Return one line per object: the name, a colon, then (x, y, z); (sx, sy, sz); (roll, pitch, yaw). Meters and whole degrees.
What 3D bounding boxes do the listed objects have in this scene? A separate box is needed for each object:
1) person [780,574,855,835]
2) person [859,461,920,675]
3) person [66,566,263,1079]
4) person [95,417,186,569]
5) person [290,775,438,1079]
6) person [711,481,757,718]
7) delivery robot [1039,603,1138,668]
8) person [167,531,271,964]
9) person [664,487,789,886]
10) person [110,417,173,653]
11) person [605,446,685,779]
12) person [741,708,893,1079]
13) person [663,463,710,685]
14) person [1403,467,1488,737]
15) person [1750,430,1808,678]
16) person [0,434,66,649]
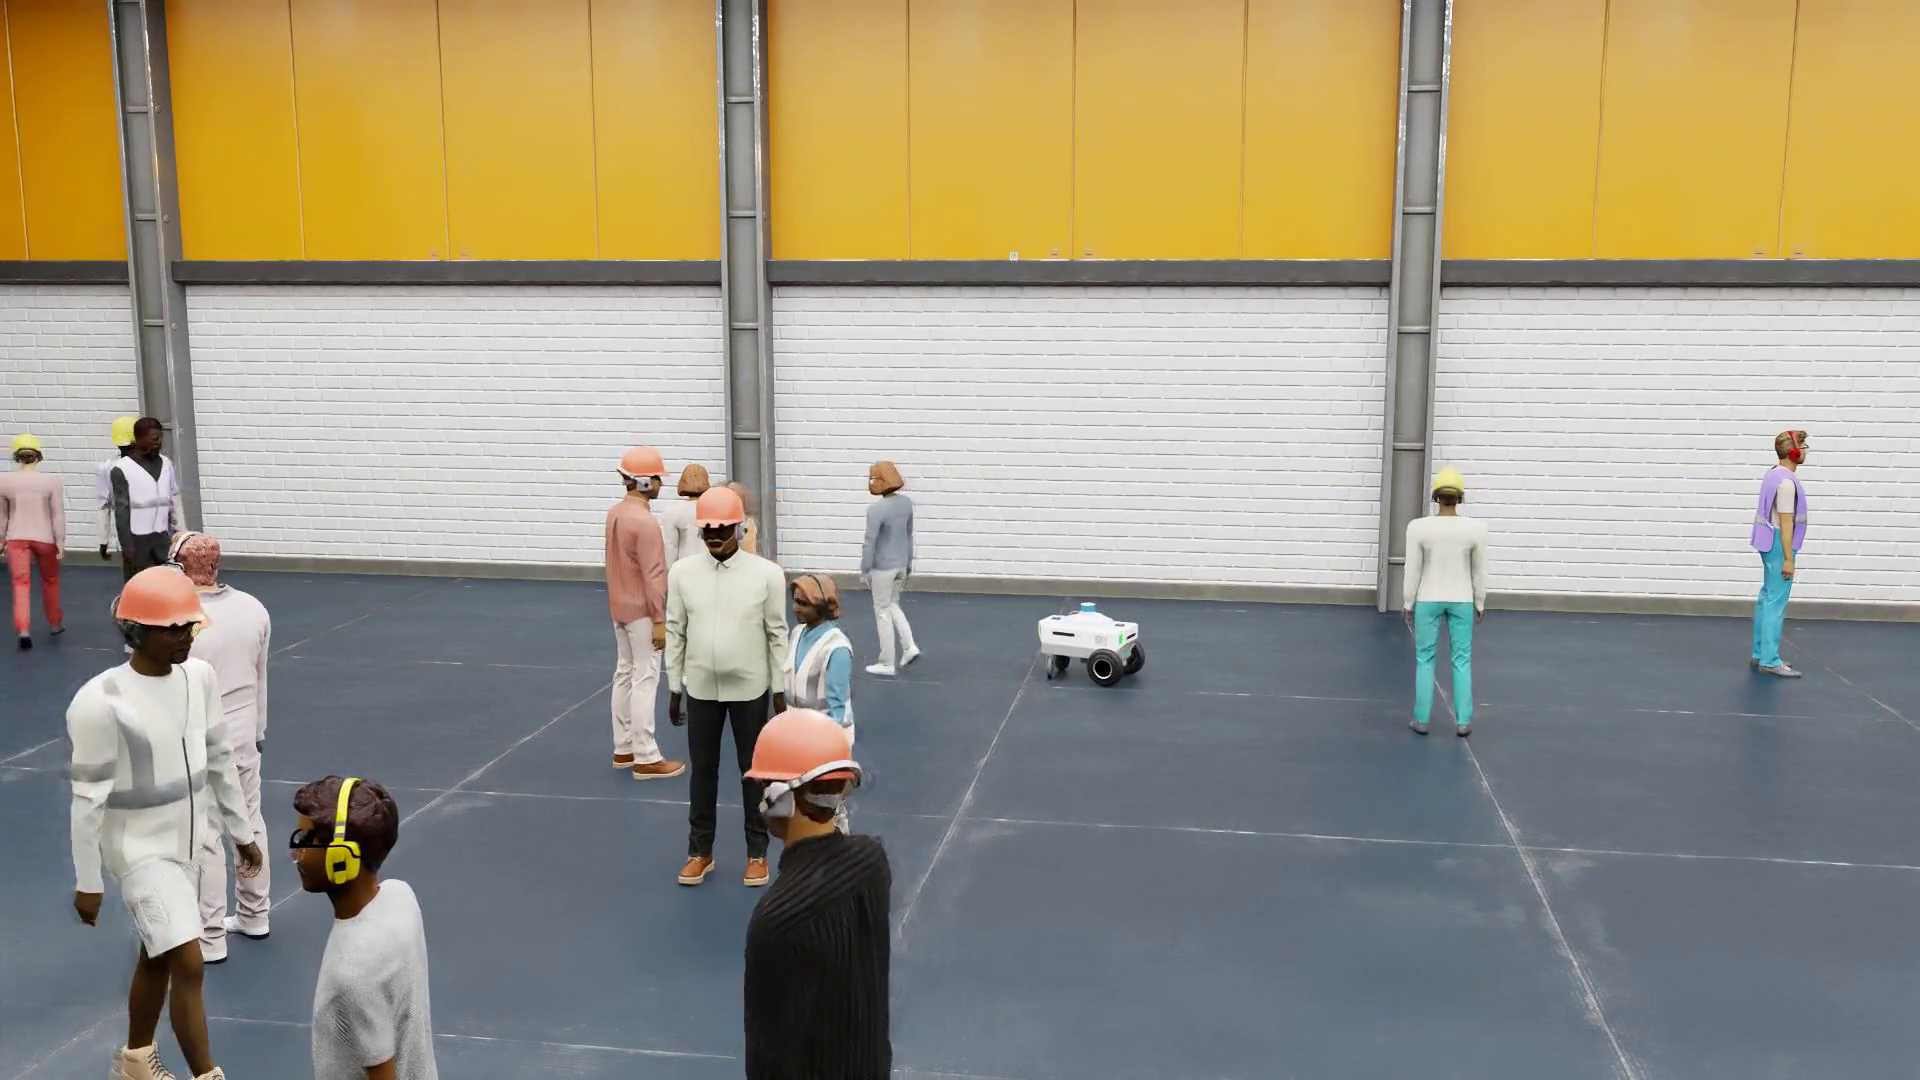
person: (-0.702, 0.966, 7.808); (0.427, 1.626, 0.528); (-7, 11, -35)
person: (-0.550, 0.213, 12.431); (0.339, 1.620, 0.530); (6, 11, 35)
person: (-2.702, 1.089, 5.855); (0.892, 2.006, 0.626); (2, 10, 15)
person: (-6.522, -0.031, 13.177); (0.597, 1.889, 0.708); (0, 9, -1)
person: (-1.411, 1.465, 3.981); (0.329, 1.874, 0.518); (-2, 9, -12)
person: (-1.524, 0.412, 11.234); (0.365, 1.628, 0.530); (4, 10, 21)
delivery robot: (0.951, 0.711, 12.395); (0.707, 0.478, 0.477); (5, 10, 28)
person: (-3.327, 0.905, 7.330); (0.408, 1.908, 0.641); (3, 10, 18)
person: (-1.151, 0.724, 8.181); (0.626, 1.991, 0.401); (1, 9, 6)
person: (-6.303, -0.013, 13.050); (0.815, 1.881, 0.632); (3, 10, 18)
person: (-1.908, 0.429, 9.998); (0.400, 1.989, 0.623); (-6, 11, -33)
person: (-0.389, 1.393, 4.134); (0.428, 1.968, 0.619); (5, 10, 26)
person: (-1.923, 0.253, 12.190); (0.500, 1.633, 0.281); (-4, 10, -23)
person: (3.161, 0.402, 10.866); (0.533, 1.765, 0.329); (1, 9, 9)
person: (6.158, 0.092, 12.509); (0.381, 1.849, 0.570); (3, 10, 16)
person: (-7.557, -0.003, 13.527); (0.535, 1.725, 0.924); (-3, 10, -20)
